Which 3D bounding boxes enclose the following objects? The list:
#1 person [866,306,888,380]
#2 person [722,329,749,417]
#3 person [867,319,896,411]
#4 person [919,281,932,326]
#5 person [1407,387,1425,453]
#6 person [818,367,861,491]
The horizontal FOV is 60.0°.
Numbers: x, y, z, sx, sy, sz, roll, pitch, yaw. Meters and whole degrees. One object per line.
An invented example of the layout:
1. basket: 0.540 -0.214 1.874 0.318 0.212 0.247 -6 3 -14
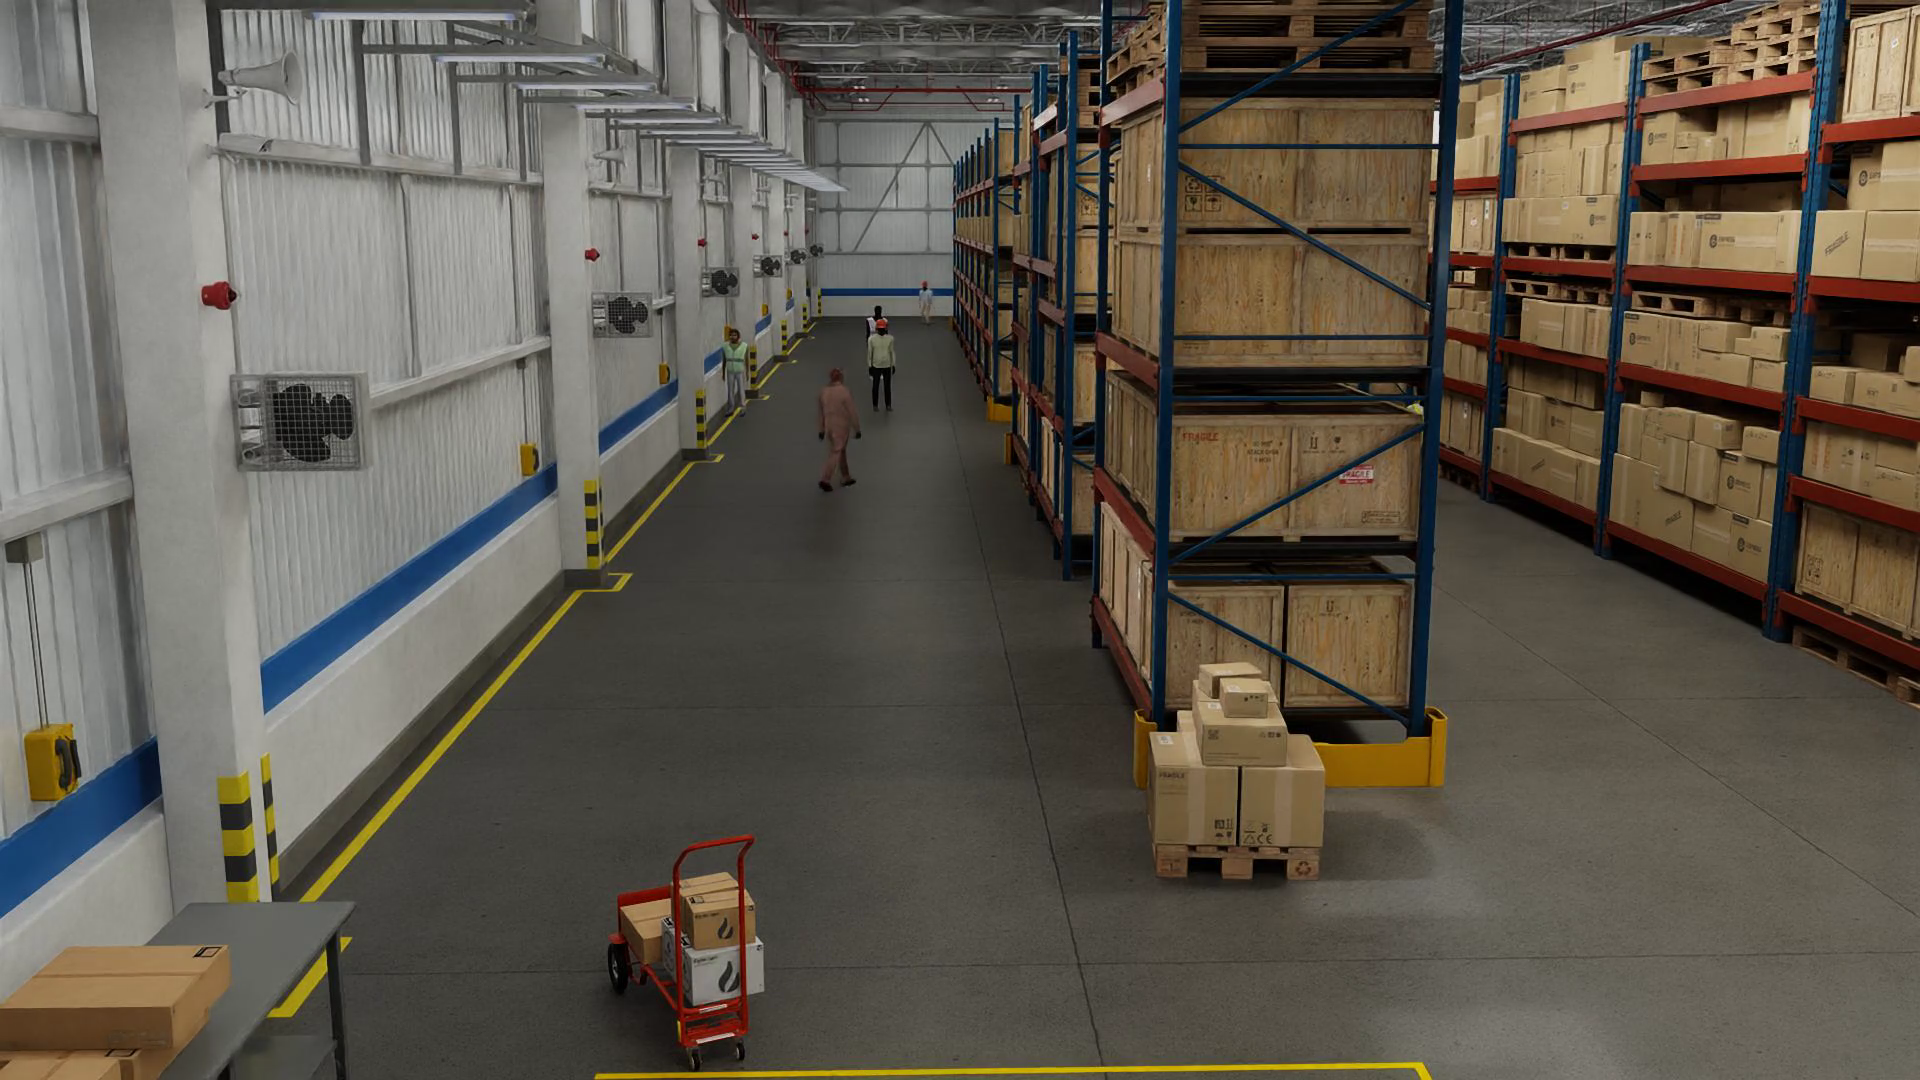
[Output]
1. person: -2.134 -5.082 42.844 0.597 1.907 0.410 -5 12 -23
2. person: -4.677 -3.497 34.747 0.571 1.840 0.374 1 11 6
3. person: -1.681 -3.753 35.714 0.613 1.989 0.403 -3 11 -15
4. person: -1.358 -9.161 64.530 0.565 1.725 0.645 4 12 21
5. person: 6.778 -1.438 24.414 0.541 1.695 0.316 -1 11 -3
6. person: -1.883 -1.692 25.316 0.641 1.864 0.973 9 14 40
